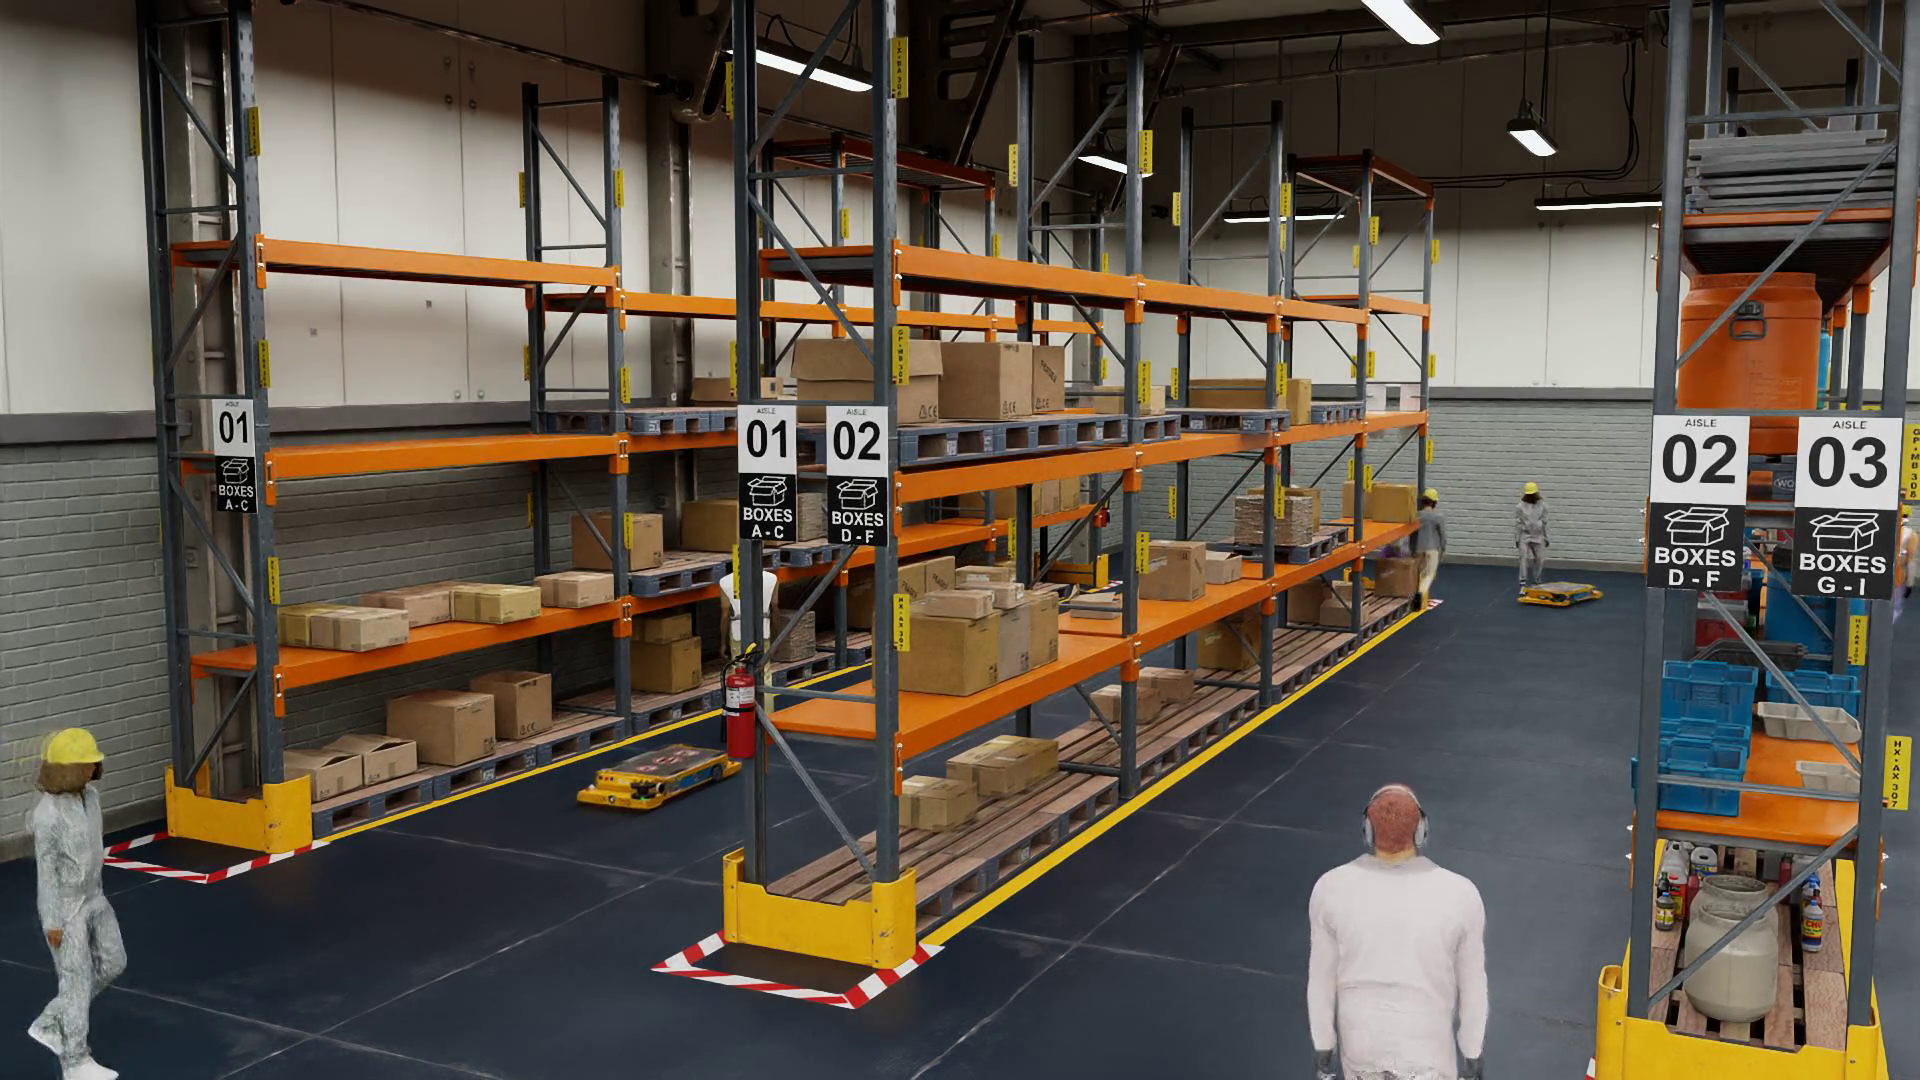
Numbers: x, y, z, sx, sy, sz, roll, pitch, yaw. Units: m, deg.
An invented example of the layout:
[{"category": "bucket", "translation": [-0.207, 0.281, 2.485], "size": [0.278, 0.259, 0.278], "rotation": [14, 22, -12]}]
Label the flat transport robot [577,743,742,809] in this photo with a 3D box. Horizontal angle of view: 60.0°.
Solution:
[{"category": "flat transport robot", "translation": [-2.417, 1.901, 13.520], "size": [0.652, 0.197, 1.431], "rotation": [2, 6, 23]}]

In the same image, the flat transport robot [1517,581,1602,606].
[{"category": "flat transport robot", "translation": [8.810, 0.782, 24.397], "size": [0.652, 0.197, 1.431], "rotation": [6, 8, 43]}]

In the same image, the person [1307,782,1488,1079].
[{"category": "person", "translation": [1.619, 1.854, 6.210], "size": [0.650, 1.887, 0.787], "rotation": [3, 6, 24]}]

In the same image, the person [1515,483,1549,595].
[{"category": "person", "translation": [8.674, -0.014, 25.206], "size": [0.500, 1.712, 0.529], "rotation": [1, 6, 9]}]

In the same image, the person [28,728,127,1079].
[{"category": "person", "translation": [-4.259, 1.747, 7.982], "size": [0.405, 1.728, 0.504], "rotation": [0, 6, -1]}]

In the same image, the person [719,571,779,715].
[{"category": "person", "translation": [-1.943, 0.930, 15.369], "size": [0.564, 1.847, 0.388], "rotation": [-2, 6, -20]}]

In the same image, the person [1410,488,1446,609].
[{"category": "person", "translation": [6.625, 0.137, 23.671], "size": [0.529, 1.737, 0.749], "rotation": [5, 7, 38]}]
